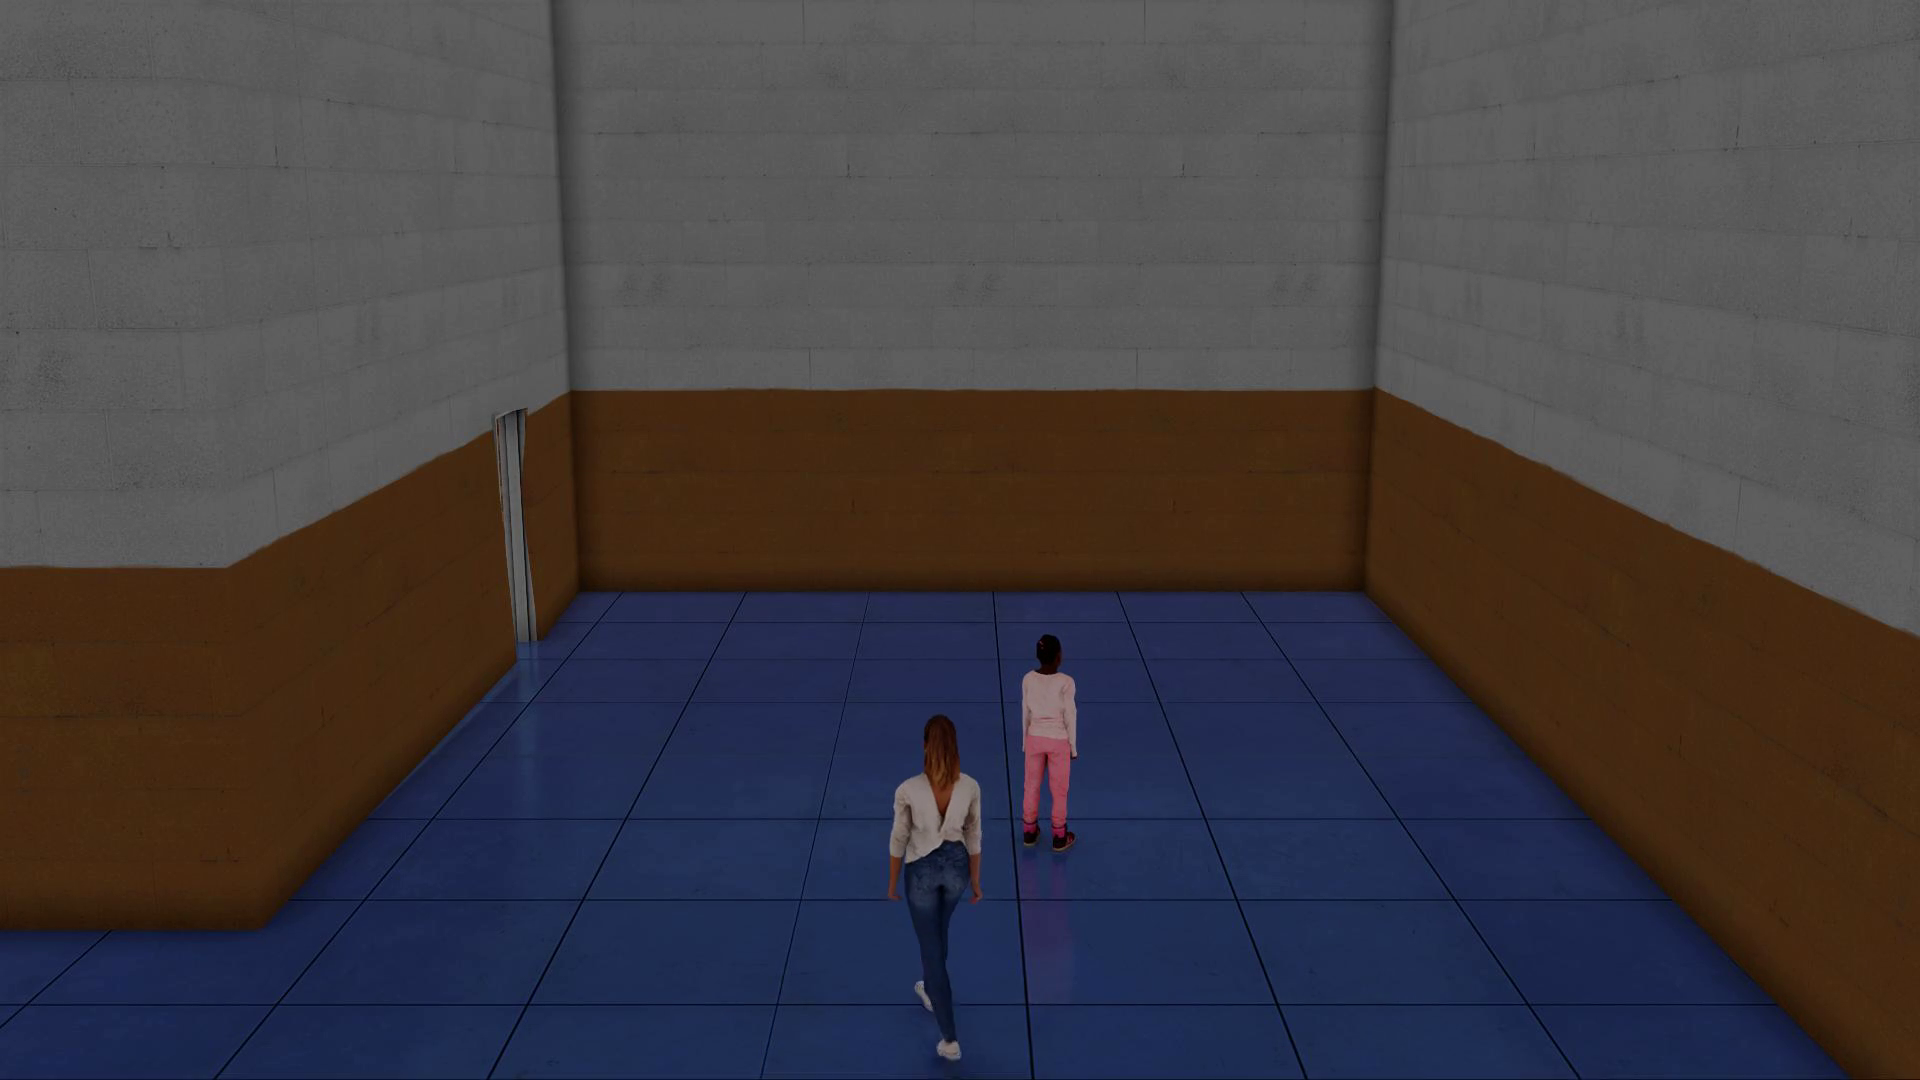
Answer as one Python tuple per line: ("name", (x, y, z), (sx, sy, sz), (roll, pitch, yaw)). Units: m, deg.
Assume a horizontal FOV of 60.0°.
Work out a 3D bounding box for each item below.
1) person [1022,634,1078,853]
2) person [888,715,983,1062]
("person", (0.577, 1.305, 10.887), (0.550, 1.445, 0.663), (5, 13, 24))
("person", (-0.099, 1.741, 8.250), (1.127, 1.679, 0.923), (-4, 12, -18))
